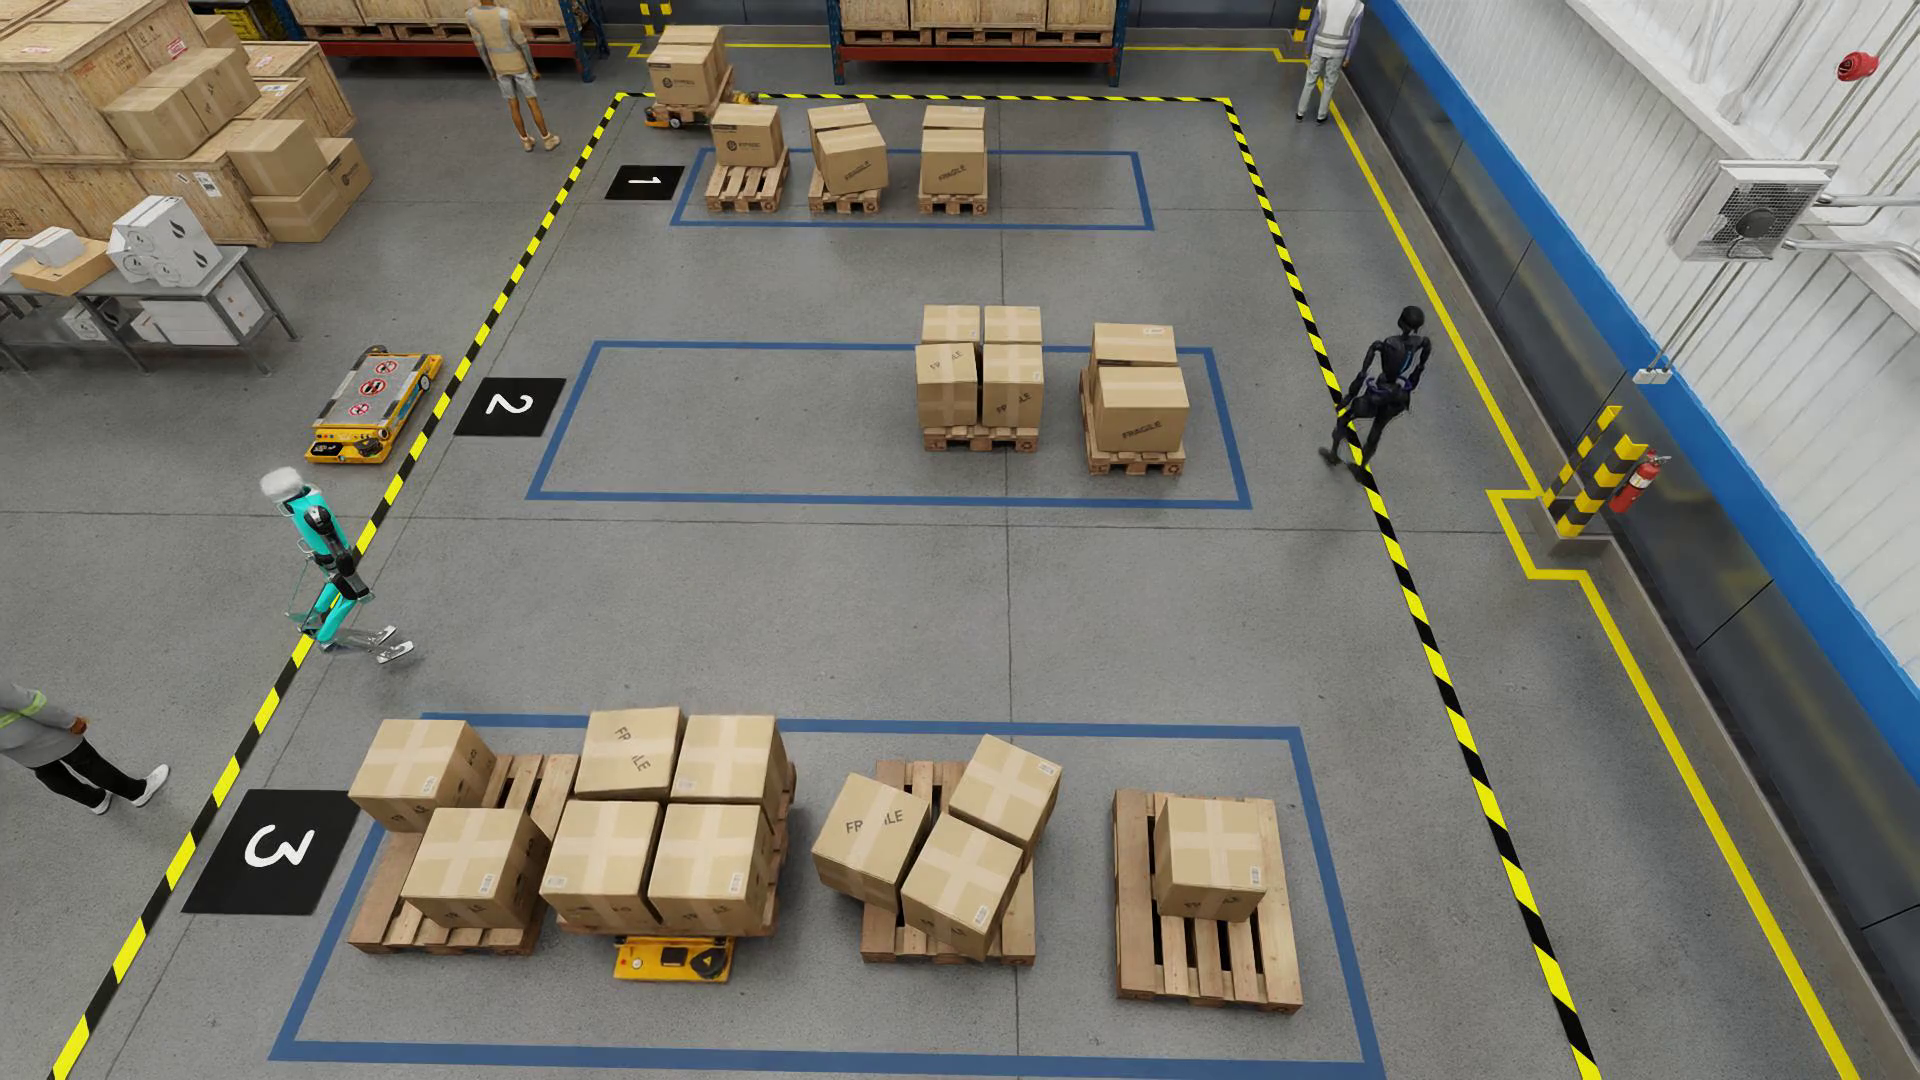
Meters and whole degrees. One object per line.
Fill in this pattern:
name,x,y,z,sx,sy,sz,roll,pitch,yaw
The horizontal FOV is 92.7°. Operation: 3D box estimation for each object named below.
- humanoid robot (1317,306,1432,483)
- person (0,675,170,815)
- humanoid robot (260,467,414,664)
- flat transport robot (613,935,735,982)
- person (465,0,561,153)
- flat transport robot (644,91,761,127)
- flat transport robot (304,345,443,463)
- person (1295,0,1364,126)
humanoid robot,3.408,-1.185,7.449,0.609,1.642,0.463,-6,50,-5
person,-5.546,1.083,5.415,0.588,1.849,0.394,-7,50,-6
humanoid robot,-4.277,0.288,6.074,0.533,1.676,0.735,35,58,26
flat transport robot,-1.658,1.954,5.696,0.652,0.197,1.431,1,50,1
person,-5.411,-5.713,11.039,0.605,2.046,0.366,-1,50,-1
flat transport robot,-3.427,-5.752,12.216,1.431,0.197,0.652,1,50,1
flat transport robot,-5.383,-1.269,8.441,0.659,0.231,1.431,1,50,1
person,4.675,-6.217,11.606,0.591,1.825,0.404,20,53,16
